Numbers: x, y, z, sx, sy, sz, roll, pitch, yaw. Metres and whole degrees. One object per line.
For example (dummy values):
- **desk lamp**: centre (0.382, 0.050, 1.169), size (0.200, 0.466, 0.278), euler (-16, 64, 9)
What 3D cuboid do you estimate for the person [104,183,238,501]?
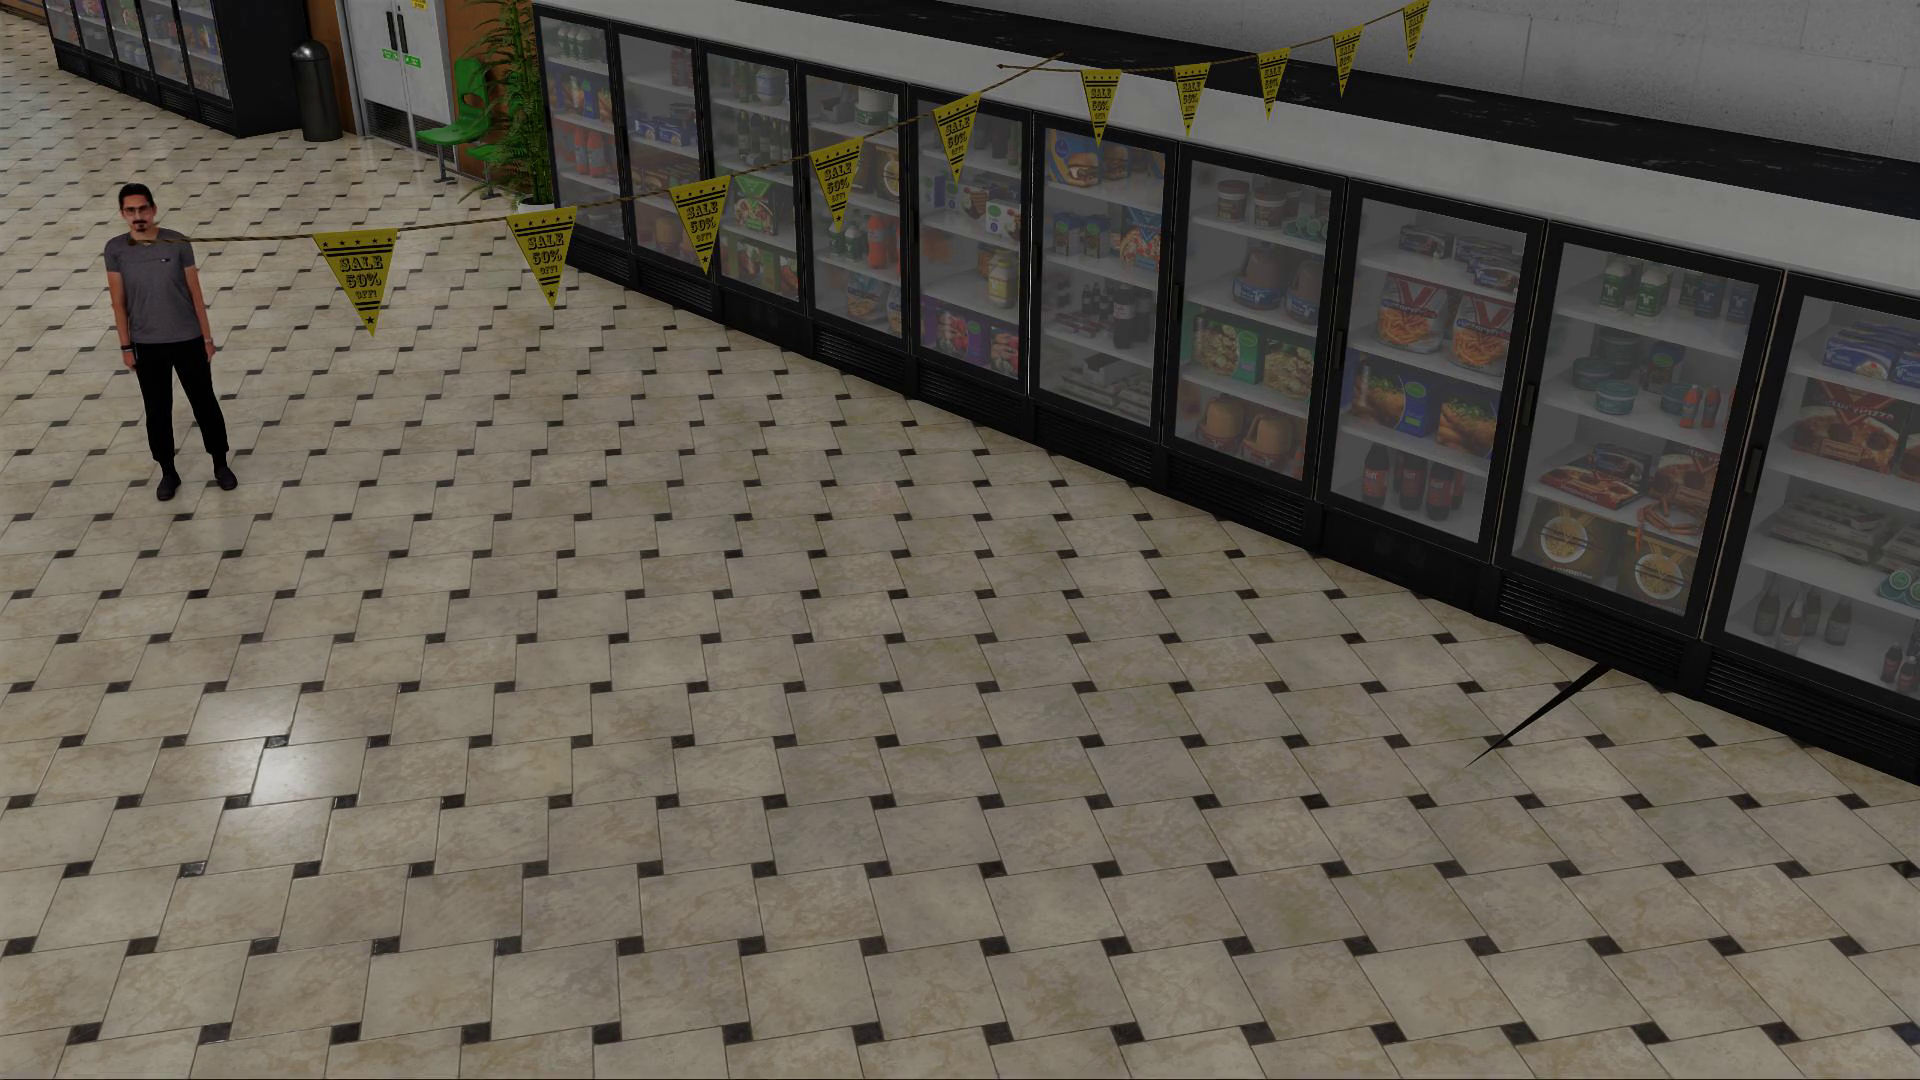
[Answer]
- **person**: centre (-4.374, -1.106, 9.177), size (0.601, 1.755, 0.749), euler (-12, 29, -22)
